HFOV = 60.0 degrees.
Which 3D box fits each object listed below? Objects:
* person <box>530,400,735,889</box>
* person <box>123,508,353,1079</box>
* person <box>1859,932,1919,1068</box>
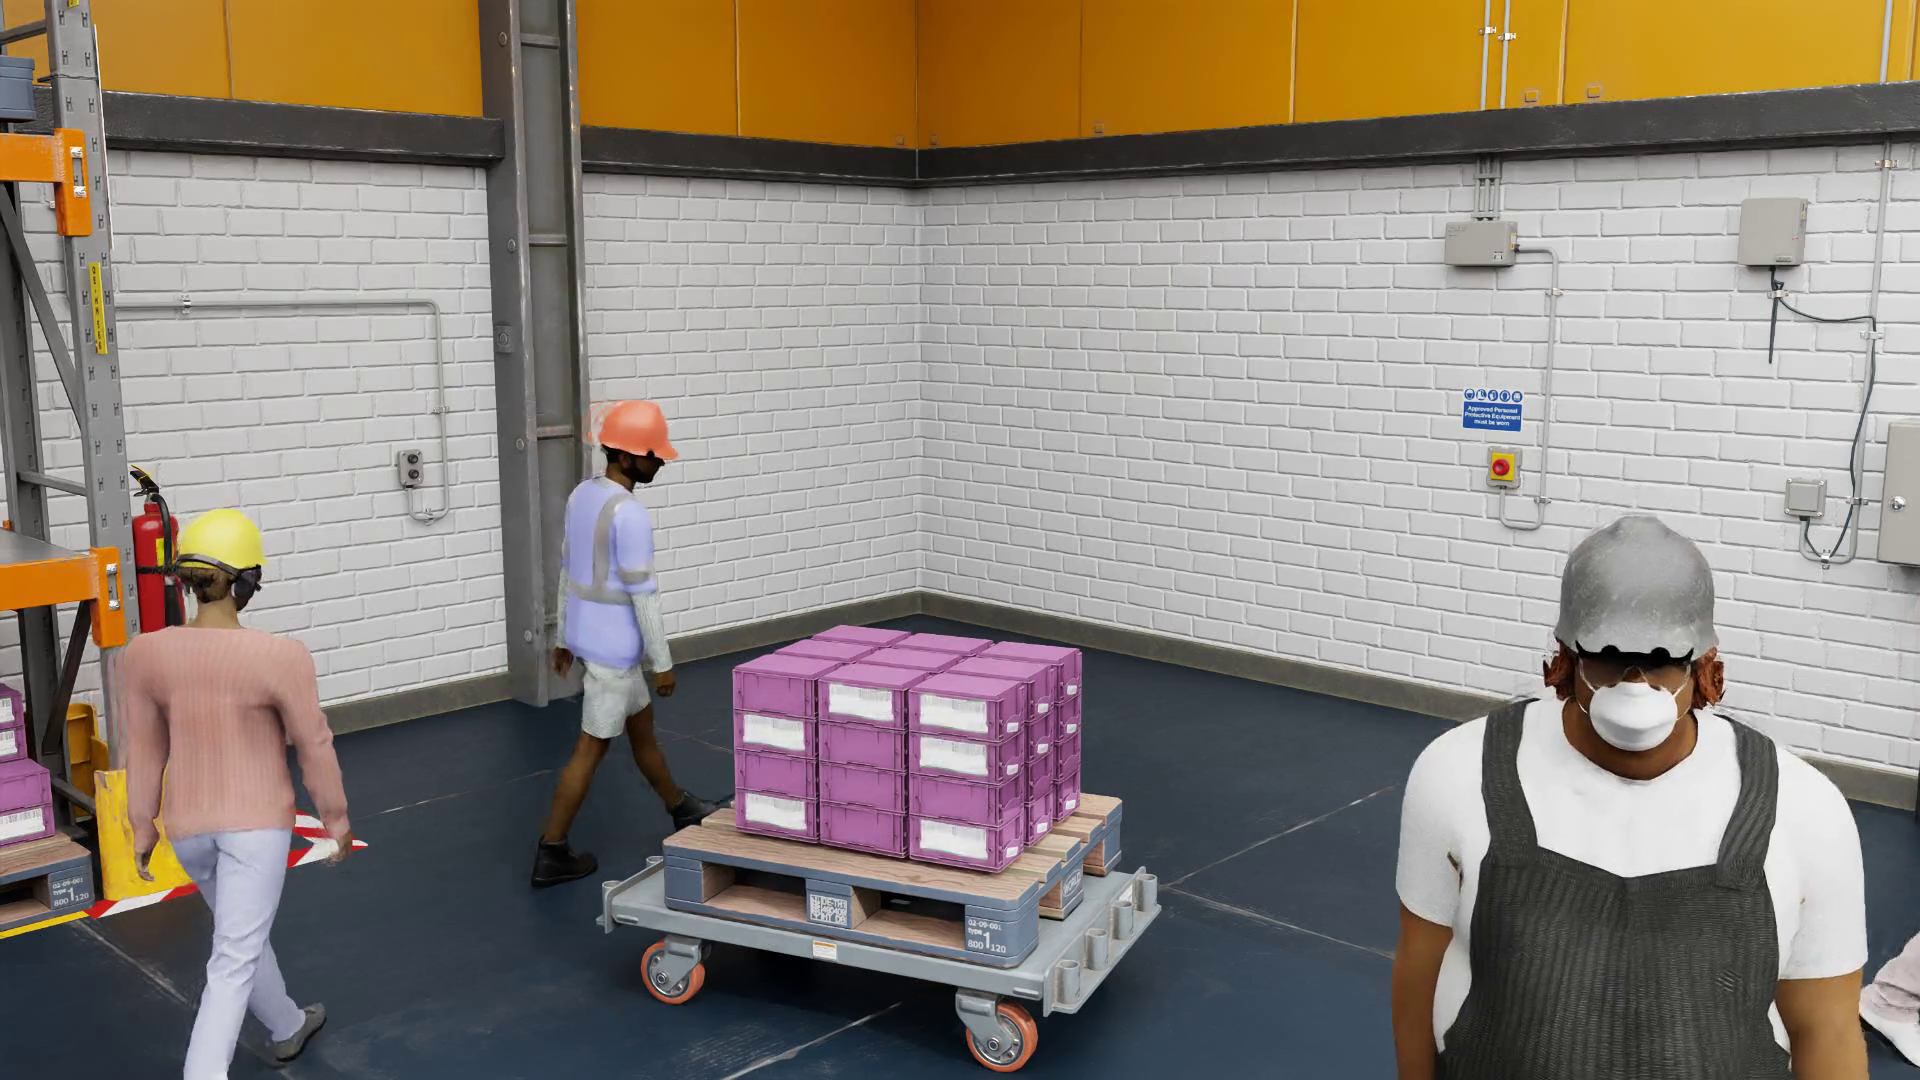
[{"bbox_3d":[-1.264,0.391,6.444,0.962,1.869,0.592,-6,11,-33],"label":"person"},{"bbox_3d":[-1.990,0.769,4.590,0.545,1.715,0.925,1,9,7],"label":"person"},{"bbox_3d":[2.978,0.701,4.578,0.688,1.865,0.961,-9,13,-44],"label":"person"}]
